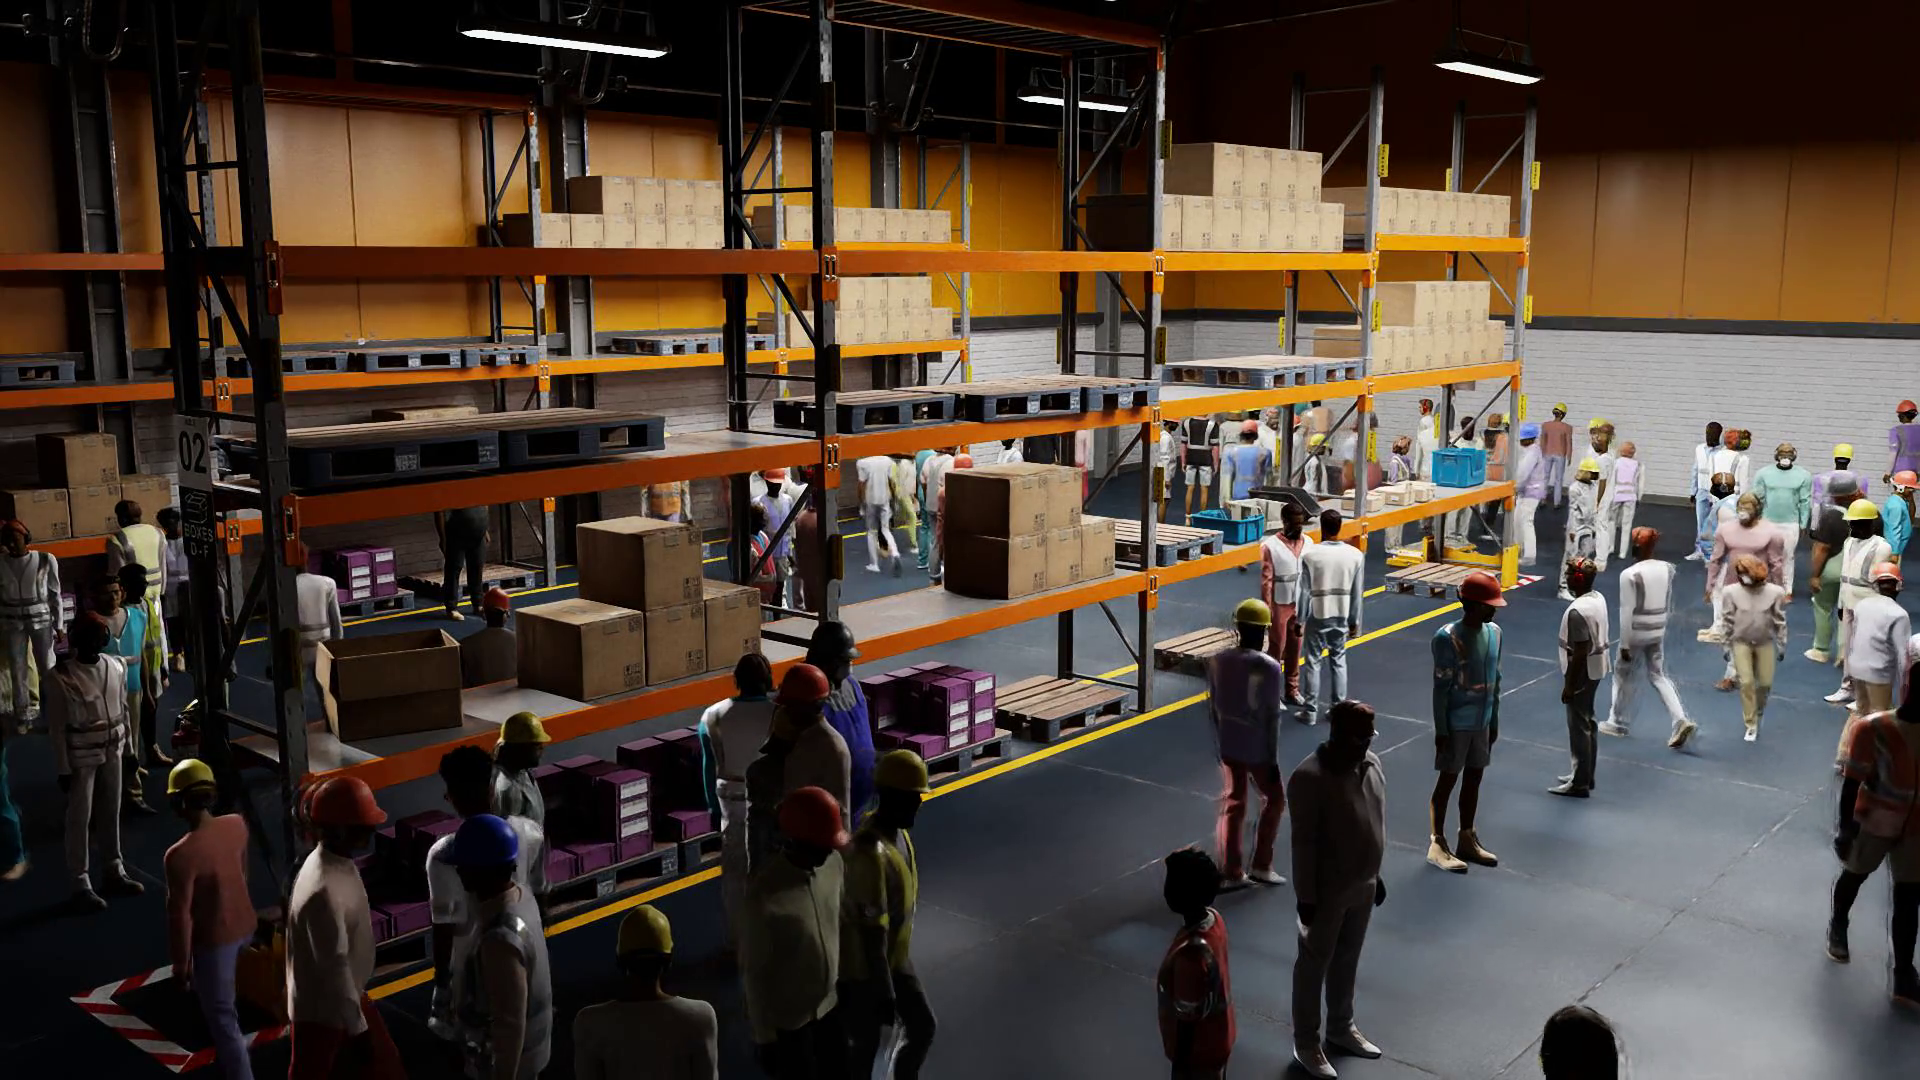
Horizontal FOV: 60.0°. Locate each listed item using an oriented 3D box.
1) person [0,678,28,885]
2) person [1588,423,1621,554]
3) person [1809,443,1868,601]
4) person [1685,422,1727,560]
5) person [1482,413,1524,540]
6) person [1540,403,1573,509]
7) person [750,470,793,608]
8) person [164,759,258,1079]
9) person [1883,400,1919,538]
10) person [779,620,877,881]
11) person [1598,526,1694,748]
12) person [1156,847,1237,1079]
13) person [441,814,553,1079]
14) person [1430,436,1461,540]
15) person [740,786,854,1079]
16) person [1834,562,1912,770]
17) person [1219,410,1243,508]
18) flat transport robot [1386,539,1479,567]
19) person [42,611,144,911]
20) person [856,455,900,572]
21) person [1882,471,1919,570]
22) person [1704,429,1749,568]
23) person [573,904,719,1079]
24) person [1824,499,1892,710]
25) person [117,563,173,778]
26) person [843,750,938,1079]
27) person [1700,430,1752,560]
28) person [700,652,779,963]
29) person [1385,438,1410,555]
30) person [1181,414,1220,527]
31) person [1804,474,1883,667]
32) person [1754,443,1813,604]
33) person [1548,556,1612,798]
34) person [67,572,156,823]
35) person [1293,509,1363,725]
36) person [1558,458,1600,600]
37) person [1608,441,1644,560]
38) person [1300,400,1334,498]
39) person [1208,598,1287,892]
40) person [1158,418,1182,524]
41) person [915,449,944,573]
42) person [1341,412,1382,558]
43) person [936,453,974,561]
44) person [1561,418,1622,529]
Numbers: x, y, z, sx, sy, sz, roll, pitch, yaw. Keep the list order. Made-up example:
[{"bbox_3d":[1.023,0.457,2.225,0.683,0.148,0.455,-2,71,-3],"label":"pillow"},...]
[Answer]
[{"bbox_3d":[-6.290,1.421,10.556,0.513,1.793,0.988,-1,10,-8],"label":"person"},{"bbox_3d":[8.964,-0.714,23.164,0.427,1.828,0.520,-4,10,-21],"label":"person"},{"bbox_3d":[10.406,-0.187,19.740,0.594,1.925,0.378,3,10,16],"label":"person"},{"bbox_3d":[10.178,-0.646,22.509,0.373,1.916,0.596,-6,11,-30],"label":"person"},{"bbox_3d":[8.001,-0.912,24.147,0.796,1.895,0.603,0,10,-1],"label":"person"},{"bbox_3d":[9.827,-1.386,27.420,0.533,1.757,0.336,8,12,39],"label":"person"},{"bbox_3d":[-2.245,-0.103,19.330,0.644,1.900,0.399,-1,10,-7],"label":"person"},{"bbox_3d":[-3.538,1.897,7.875,0.579,1.727,0.558,2,10,13],"label":"person"},{"bbox_3d":[13.858,-1.038,24.474,0.614,2.040,0.390,-2,10,-14],"label":"person"},{"bbox_3d":[-0.738,1.444,9.662,0.536,2.000,0.684,6,11,32],"label":"person"},{"bbox_3d":[5.798,0.814,13.985,0.570,1.859,0.848,-3,10,-20],"label":"person"},{"bbox_3d":[0.967,2.091,6.858,0.321,1.689,0.529,3,10,19],"label":"person"},{"bbox_3d":[-1.796,2.014,6.536,0.398,1.945,0.616,-2,10,-10],"label":"person"},{"bbox_3d":[7.035,-0.739,23.961,0.543,1.608,0.428,8,12,40],"label":"person"},{"bbox_3d":[-0.697,1.935,6.950,0.595,1.965,0.646,6,11,33],"label":"person"},{"bbox_3d":[7.164,1.048,12.975,0.424,1.729,0.728,0,10,-2],"label":"person"},{"bbox_3d":[4.505,-1.373,27.407,0.493,1.728,0.324,5,11,27],"label":"person"},{"bbox_3d":[6.398,0.182,22.469,0.652,0.197,1.431,8,13,41],"label":"flat transport robot"},{"bbox_3d":[-5.474,1.377,10.533,0.362,1.883,0.575,4,10,23],"label":"person"},{"bbox_3d":[-1.049,-0.461,21.656,0.550,1.838,0.657,-4,10,-23],"label":"person"},{"bbox_3d":[10.548,0.079,18.721,0.352,1.738,0.573,5,11,27],"label":"person"},{"bbox_3d":[10.107,-0.524,21.926,0.343,1.877,0.575,-5,11,-27],"label":"person"},{"bbox_3d":[-1.135,2.188,6.069,0.518,1.757,0.339,-2,10,-12],"label":"person"},{"bbox_3d":[8.195,0.584,15.164,0.394,1.921,0.583,-1,10,-7],"label":"person"},{"bbox_3d":[-6.520,1.021,13.210,0.318,1.699,0.535,3,10,16],"label":"person"},{"bbox_3d":[-0.308,1.885,7.473,0.578,1.890,0.665,2,10,13],"label":"person"},{"bbox_3d":[10.387,-0.577,22.342,0.842,1.830,0.527,-2,10,-11],"label":"person"},{"bbox_3d":[-1.178,1.558,9.625,0.631,1.836,0.430,2,10,14],"label":"person"},{"bbox_3d":[6.089,-0.611,23.157,0.317,1.631,0.523,4,10,25],"label":"person"},{"bbox_3d":[3.685,-1.191,25.449,0.611,2.030,0.410,5,11,27],"label":"person"},{"bbox_3d":[8.857,0.264,16.711,0.778,2.000,0.664,-1,10,-4],"label":"person"},{"bbox_3d":[9.784,-0.205,19.849,0.629,1.931,0.376,4,10,25],"label":"person"},{"bbox_3d":[4.739,1.040,12.654,0.381,1.844,0.566,7,12,34],"label":"person"},{"bbox_3d":[-6.158,1.134,12.090,0.395,1.847,0.564,7,12,35],"label":"person"},{"bbox_3d":[3.241,0.682,14.620,0.603,1.904,0.386,-2,10,-12],"label":"person"},{"bbox_3d":[7.493,-0.135,20.019,0.485,1.736,0.360,-5,11,-29],"label":"person"},{"bbox_3d":[9.105,-0.552,22.869,0.520,1.597,0.779,3,10,17],"label":"person"},{"bbox_3d":[6.080,-1.637,28.456,0.597,1.910,0.453,-4,10,-22],"label":"person"},{"bbox_3d":[1.881,1.326,10.776,0.561,1.896,0.614,-8,12,-40],"label":"person"},{"bbox_3d":[3.043,-0.955,24.343,0.389,1.925,0.549,1,10,6],"label":"person"},{"bbox_3d":[-0.338,-0.519,21.826,0.396,1.898,0.650,-4,11,-25],"label":"person"},{"bbox_3d":[5.560,-0.781,22.948,0.574,2.000,0.708,5,11,27],"label":"person"},{"bbox_3d":[0.044,0.034,18.257,0.614,1.987,0.408,0,10,-1],"label":"person"},{"bbox_3d":[9.669,-0.991,25.173,0.900,1.725,0.536,0,10,-3],"label":"person"}]
